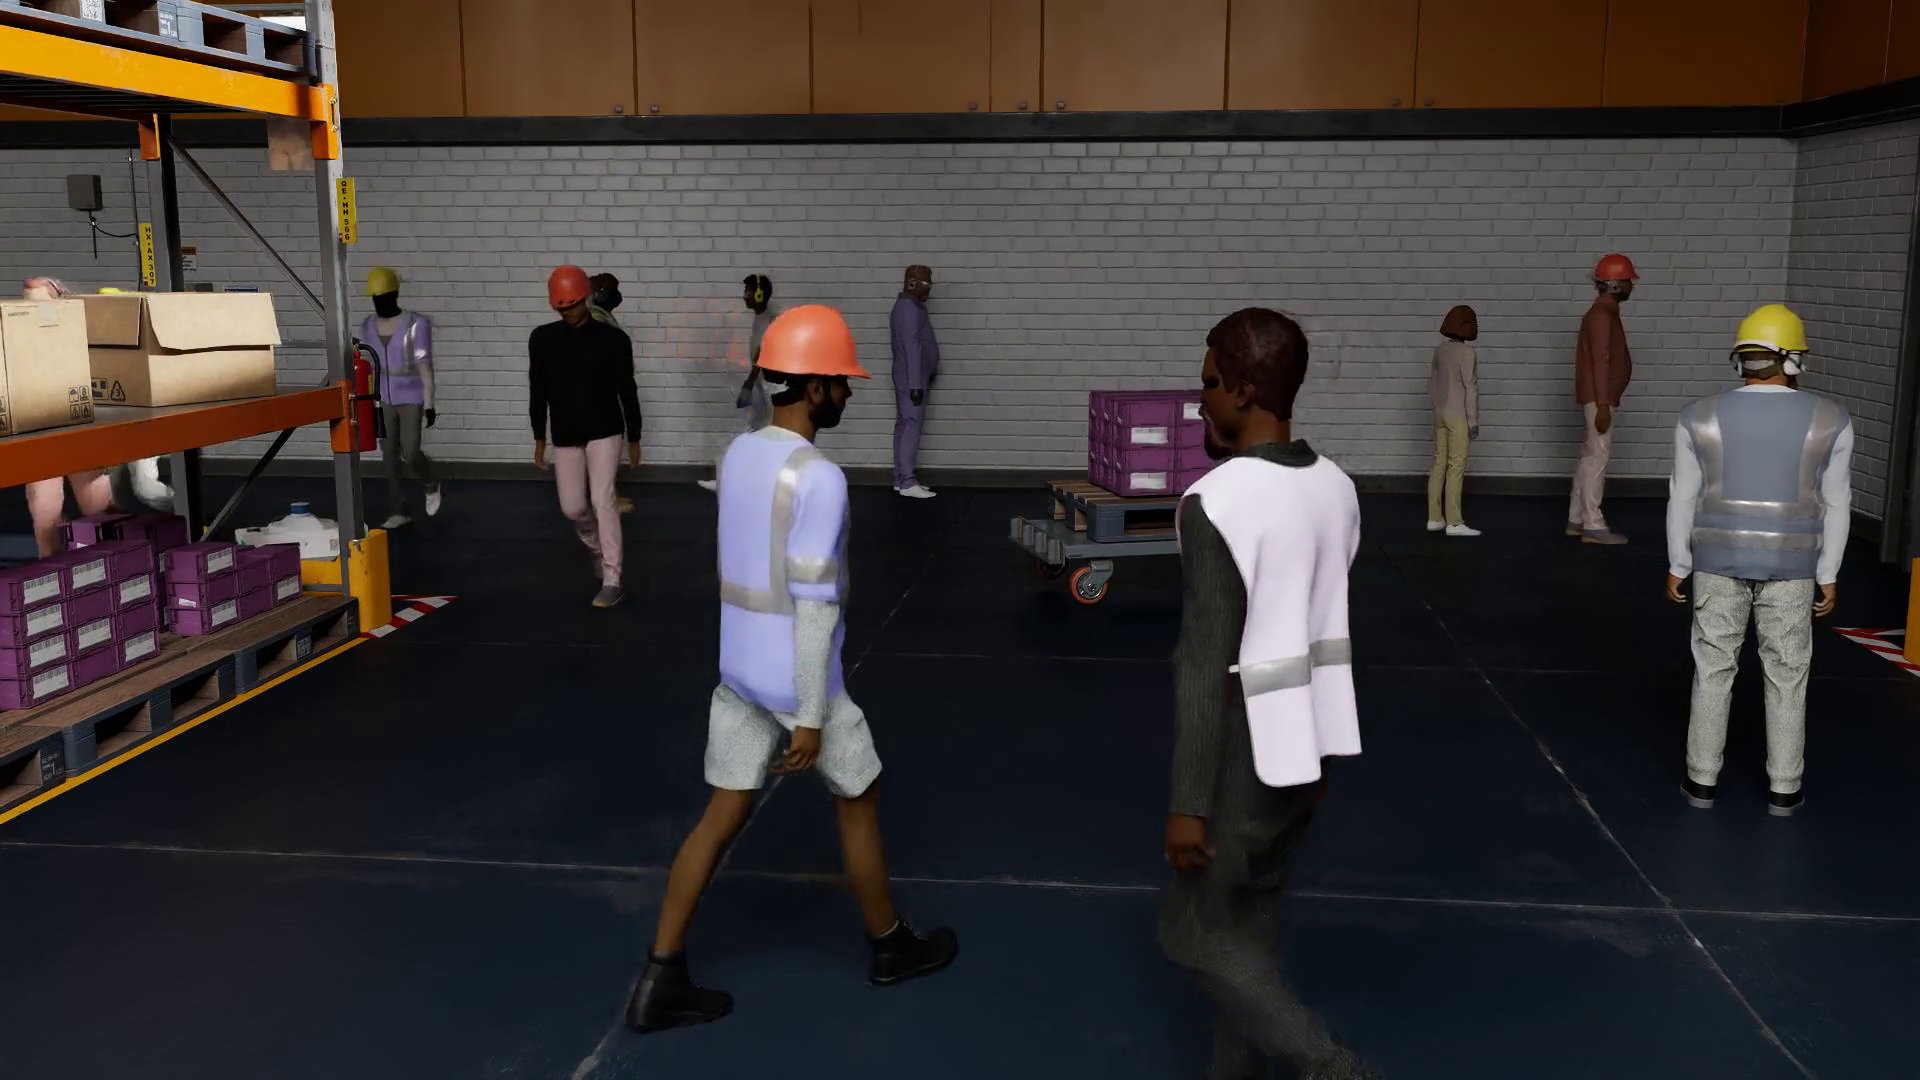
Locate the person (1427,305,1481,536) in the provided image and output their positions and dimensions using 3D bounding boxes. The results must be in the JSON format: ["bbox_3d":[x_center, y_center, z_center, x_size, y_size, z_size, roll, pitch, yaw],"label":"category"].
[{"bbox_3d":[3.528,-0.850,11.840,0.279,1.634,0.498,-3,10,-16],"label":"person"}]

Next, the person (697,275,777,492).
[{"bbox_3d":[-1.649,-1.255,13.643,0.980,1.820,0.513,-2,10,-13],"label":"person"}]

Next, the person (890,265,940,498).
[{"bbox_3d":[-0.367,-1.301,13.667,0.400,1.900,0.645,-1,10,-7],"label":"person"}]

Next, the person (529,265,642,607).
[{"bbox_3d":[-2.143,-0.623,9.674,0.624,1.941,0.758,1,10,5],"label":"person"}]

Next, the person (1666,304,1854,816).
[{"bbox_3d":[2.848,0.078,5.975,0.591,1.829,0.404,5,11,25],"label":"person"}]

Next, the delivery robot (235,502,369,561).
[{"bbox_3d":[-3.815,0.026,9.645,0.707,0.478,0.477,-5,11,-27],"label":"delivery robot"}]

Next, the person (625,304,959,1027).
[{"bbox_3d":[-0.463,0.335,4.352,0.963,1.894,0.547,-9,13,-41],"label":"person"}]

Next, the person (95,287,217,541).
[{"bbox_3d":[-5.251,-0.718,10.641,0.586,1.798,0.761,7,12,35],"label":"person"}]

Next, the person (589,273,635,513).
[{"bbox_3d":[-2.724,-1.134,12.870,0.429,1.846,0.625,-2,10,-12],"label":"person"}]

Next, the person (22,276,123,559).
[{"bbox_3d":[-5.128,-0.581,9.600,0.650,1.876,0.828,0,10,0],"label":"person"}]

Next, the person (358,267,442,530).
[{"bbox_3d":[-4.070,-1.030,12.098,0.592,1.901,0.536,2,10,13],"label":"person"}]

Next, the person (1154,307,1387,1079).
[{"bbox_3d":[0.659,0.467,3.520,0.595,1.905,0.615,8,13,38],"label":"person"}]

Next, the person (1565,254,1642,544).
[{"bbox_3d":[4.469,-0.966,11.547,0.492,1.994,0.642,3,10,19],"label":"person"}]
